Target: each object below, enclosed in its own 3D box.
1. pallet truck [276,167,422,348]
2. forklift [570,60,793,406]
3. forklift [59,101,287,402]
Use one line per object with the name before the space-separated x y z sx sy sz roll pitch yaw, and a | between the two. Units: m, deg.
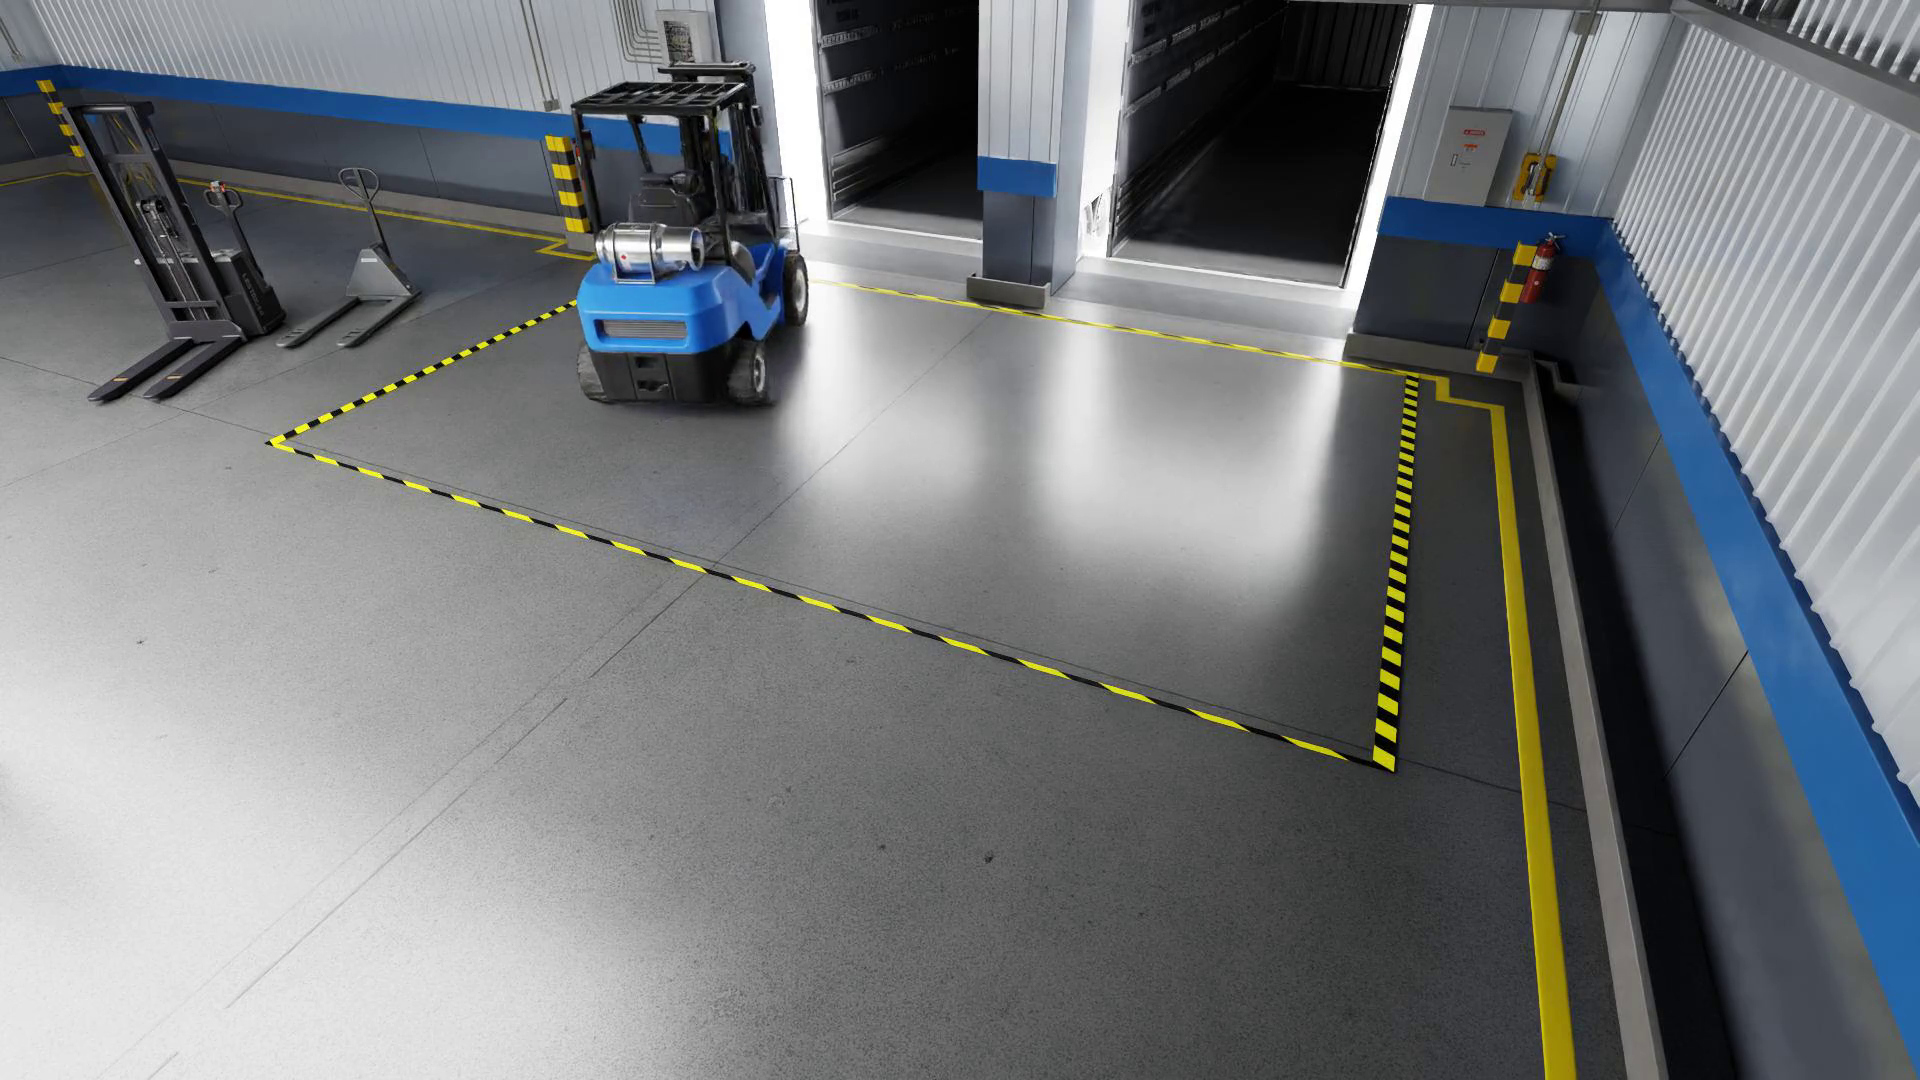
pallet truck | -5.732 -2.611 8.414 0.680 1.201 1.601 -1 35 -1
forklift | -2.164 -2.552 7.357 1.157 2.036 2.680 2 35 3
forklift | -6.686 -2.387 7.434 0.823 1.965 1.885 -3 35 -5
